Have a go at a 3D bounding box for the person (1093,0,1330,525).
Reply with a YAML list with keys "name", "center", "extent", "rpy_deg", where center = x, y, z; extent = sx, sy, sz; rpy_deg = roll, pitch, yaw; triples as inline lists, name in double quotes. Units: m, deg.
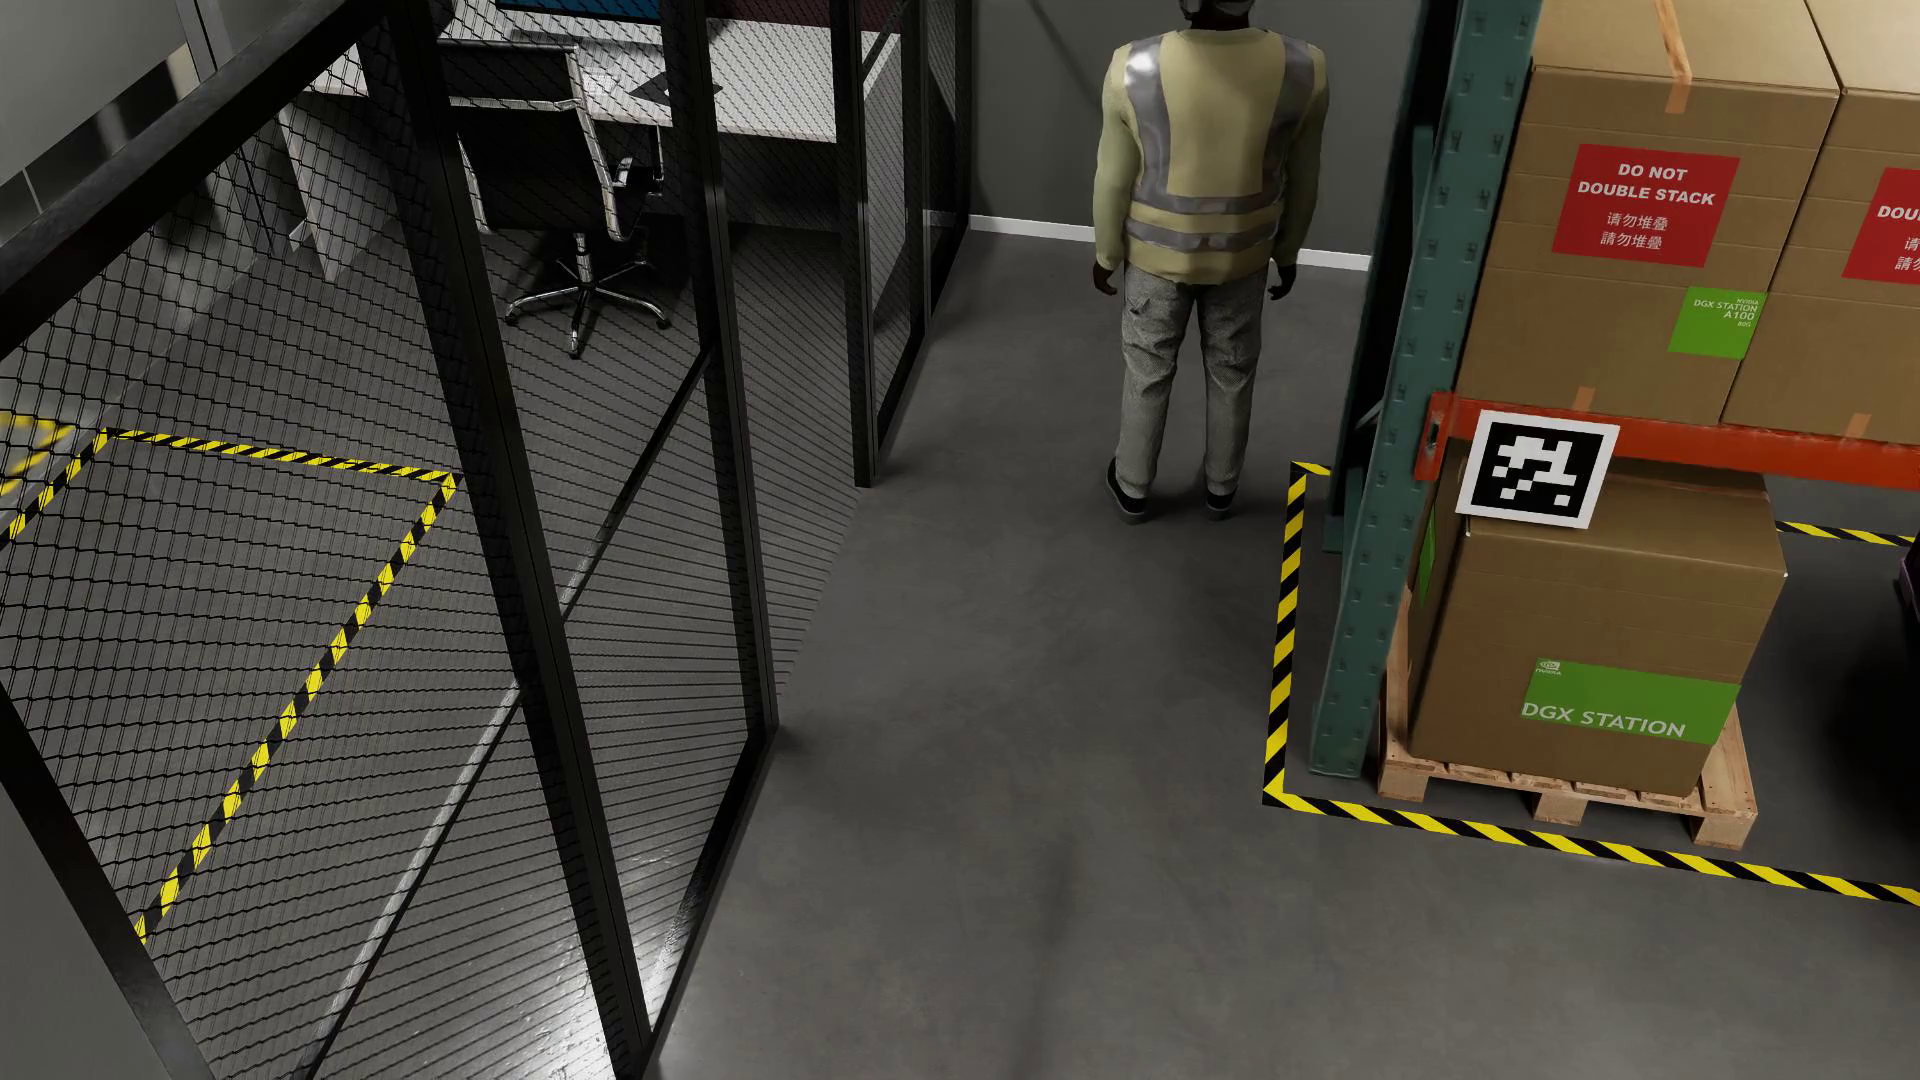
- name: "person"
  center: [0.648, -0.820, 4.518]
  extent: [0.595, 1.837, 0.404]
  rpy_deg: [-1, 41, -1]
